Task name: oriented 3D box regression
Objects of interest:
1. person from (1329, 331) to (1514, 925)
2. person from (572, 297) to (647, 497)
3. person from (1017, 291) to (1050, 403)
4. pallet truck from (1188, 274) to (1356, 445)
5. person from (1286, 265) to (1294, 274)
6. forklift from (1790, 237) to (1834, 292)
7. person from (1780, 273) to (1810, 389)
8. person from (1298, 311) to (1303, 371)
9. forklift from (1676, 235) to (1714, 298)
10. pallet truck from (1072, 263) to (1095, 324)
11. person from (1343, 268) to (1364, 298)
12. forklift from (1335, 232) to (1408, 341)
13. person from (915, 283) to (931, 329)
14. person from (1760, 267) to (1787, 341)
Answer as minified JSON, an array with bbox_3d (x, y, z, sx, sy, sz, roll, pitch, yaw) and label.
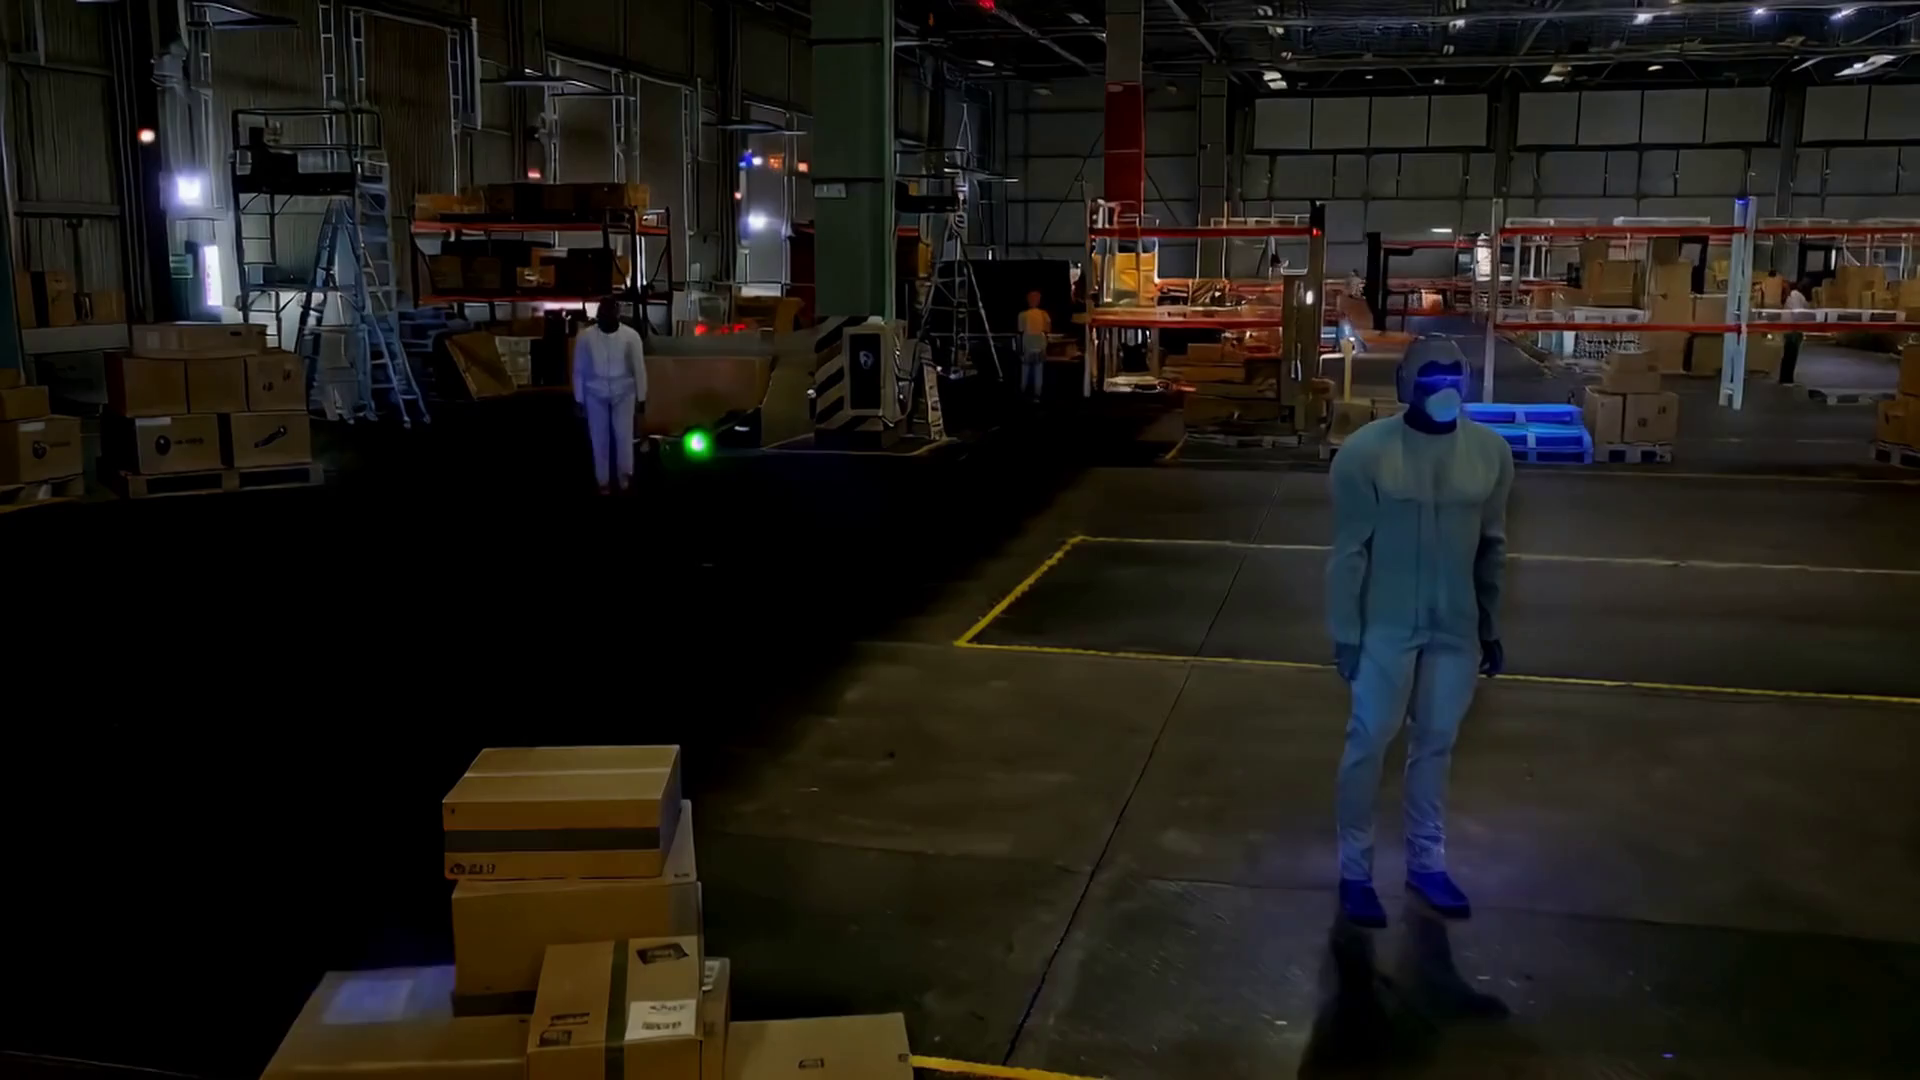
[{"bbox_3d":[1.507,0.290,5.466,0.629,1.940,0.379,-2,10,-12],"label":"person"},{"bbox_3d":[-3.177,-1.285,15.086,0.660,1.823,0.475,-2,10,-13],"label":"person"},{"bbox_3d":[1.096,-2.931,25.213,0.539,1.661,0.760,-2,10,-11],"label":"person"},{"bbox_3d":[3.653,-2.138,19.590,1.885,1.965,0.823,-4,10,-20],"label":"pallet truck"},{"bbox_3d":[10.544,-7.785,53.031,0.519,1.928,0.651,5,11,27],"label":"person"},{"bbox_3d":[27.805,-8.451,54.160,1.129,2.768,1.873,2,10,14],"label":"forklift"},{"bbox_3d":[13.902,-3.476,27.698,0.588,1.920,0.398,-9,13,-43],"label":"person"},{"bbox_3d":[6.725,-4.127,32.067,0.485,1.739,0.320,-8,13,-40],"label":"person"},{"bbox_3d":[21.643,-7.642,49.401,1.129,2.768,1.873,1,10,6],"label":"forklift"},{"bbox_3d":[4.325,-8.180,55.162,0.823,1.965,1.885,6,11,31],"label":"pallet truck"},{"bbox_3d":[11.173,-6.756,47.112,0.553,1.883,1.003,8,13,40],"label":"person"},{"bbox_3d":[10.773,-6.630,43.439,1.873,2.768,1.129,2,10,14],"label":"forklift"},{"bbox_3d":[-1.110,-7.378,50.653,0.544,1.930,0.388,-5,11,-27],"label":"person"},{"bbox_3d":[21.417,-6.211,43.818,0.649,1.906,0.810,4,11,24],"label":"person"}]
